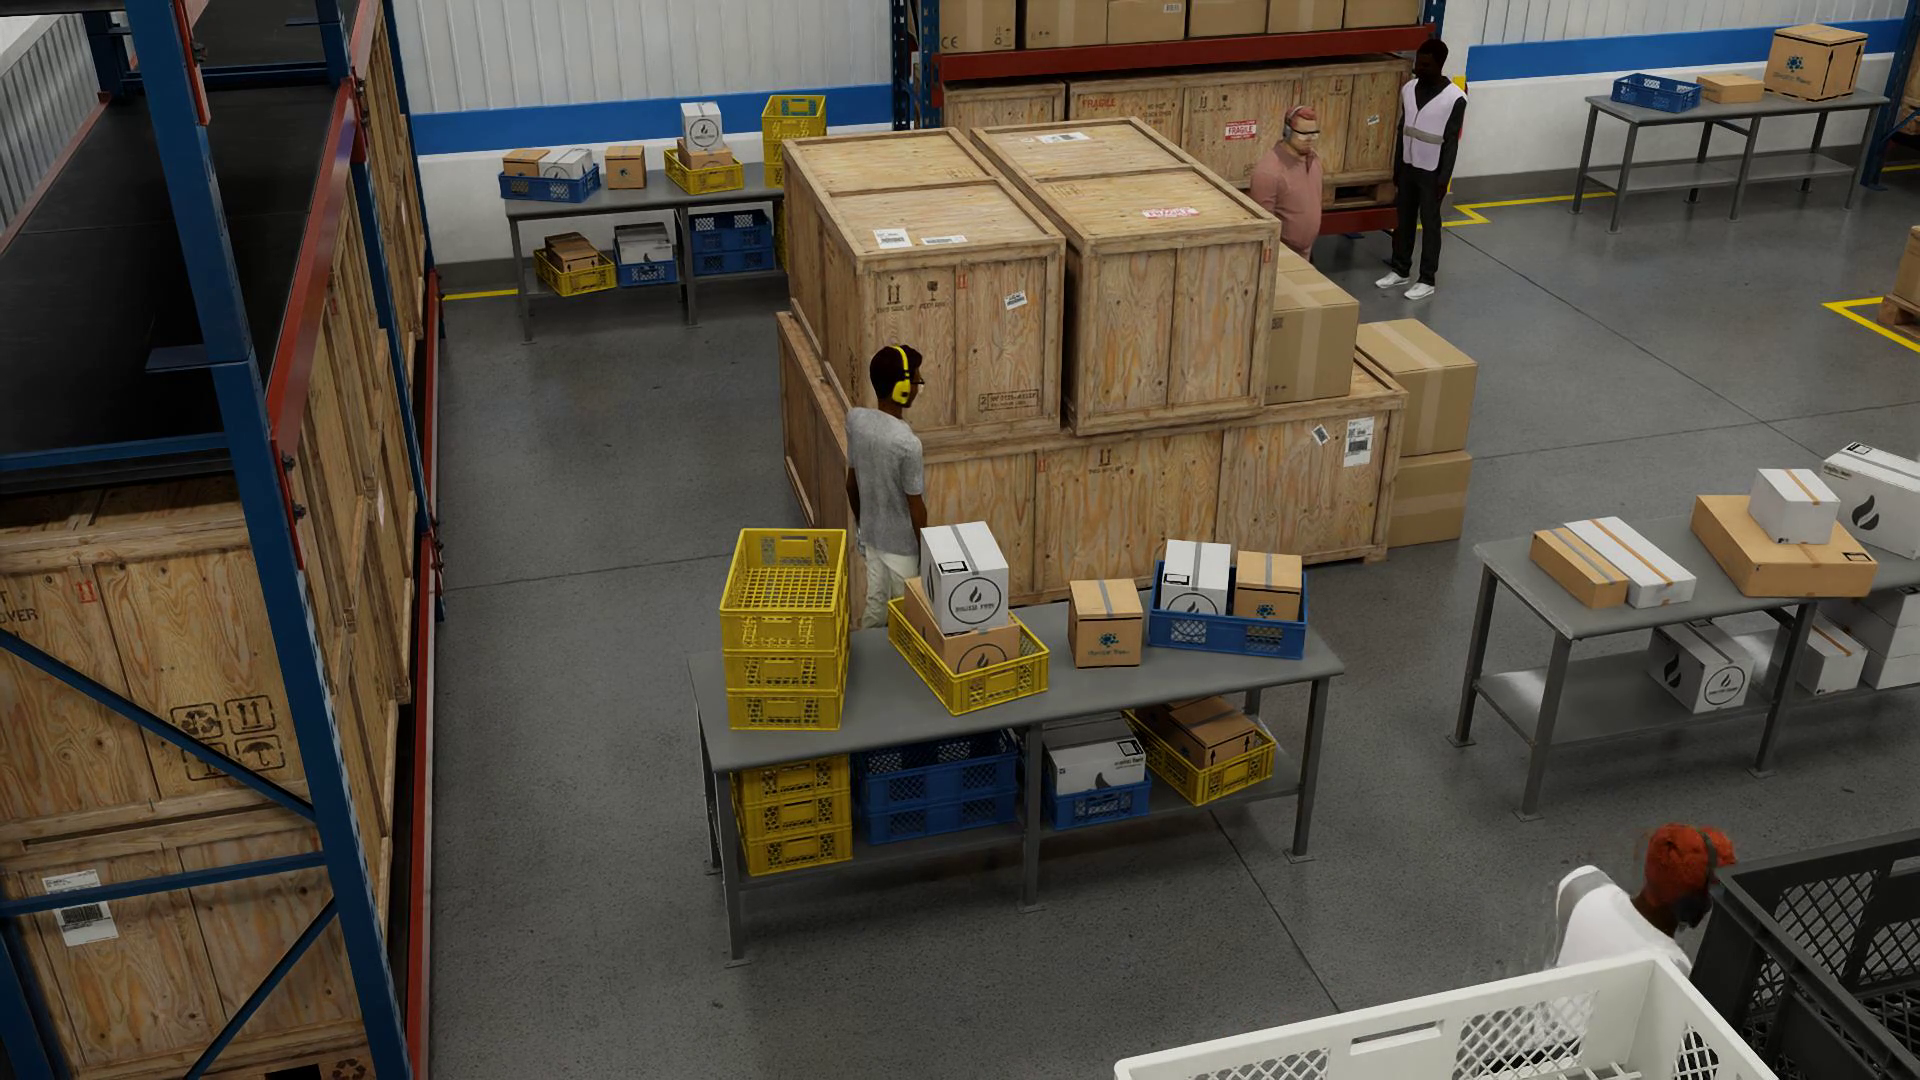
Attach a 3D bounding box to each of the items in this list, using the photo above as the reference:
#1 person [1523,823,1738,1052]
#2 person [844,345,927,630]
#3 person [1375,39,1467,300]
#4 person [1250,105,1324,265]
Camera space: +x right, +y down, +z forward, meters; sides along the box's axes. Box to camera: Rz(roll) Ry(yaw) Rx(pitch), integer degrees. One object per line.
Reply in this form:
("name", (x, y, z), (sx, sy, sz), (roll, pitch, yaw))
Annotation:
("person", (1.861, 1.519, 4.701), (0.849, 1.845, 0.607), (-11, 31, -20))
("person", (-0.290, 0.012, 7.429), (0.328, 1.865, 0.521), (-24, 37, -36))
("person", (3.469, -2.778, 12.450), (0.394, 1.911, 0.583), (-17, 33, -28))
("person", (2.121, -1.865, 10.794), (0.400, 1.905, 0.645), (24, 37, 36))
